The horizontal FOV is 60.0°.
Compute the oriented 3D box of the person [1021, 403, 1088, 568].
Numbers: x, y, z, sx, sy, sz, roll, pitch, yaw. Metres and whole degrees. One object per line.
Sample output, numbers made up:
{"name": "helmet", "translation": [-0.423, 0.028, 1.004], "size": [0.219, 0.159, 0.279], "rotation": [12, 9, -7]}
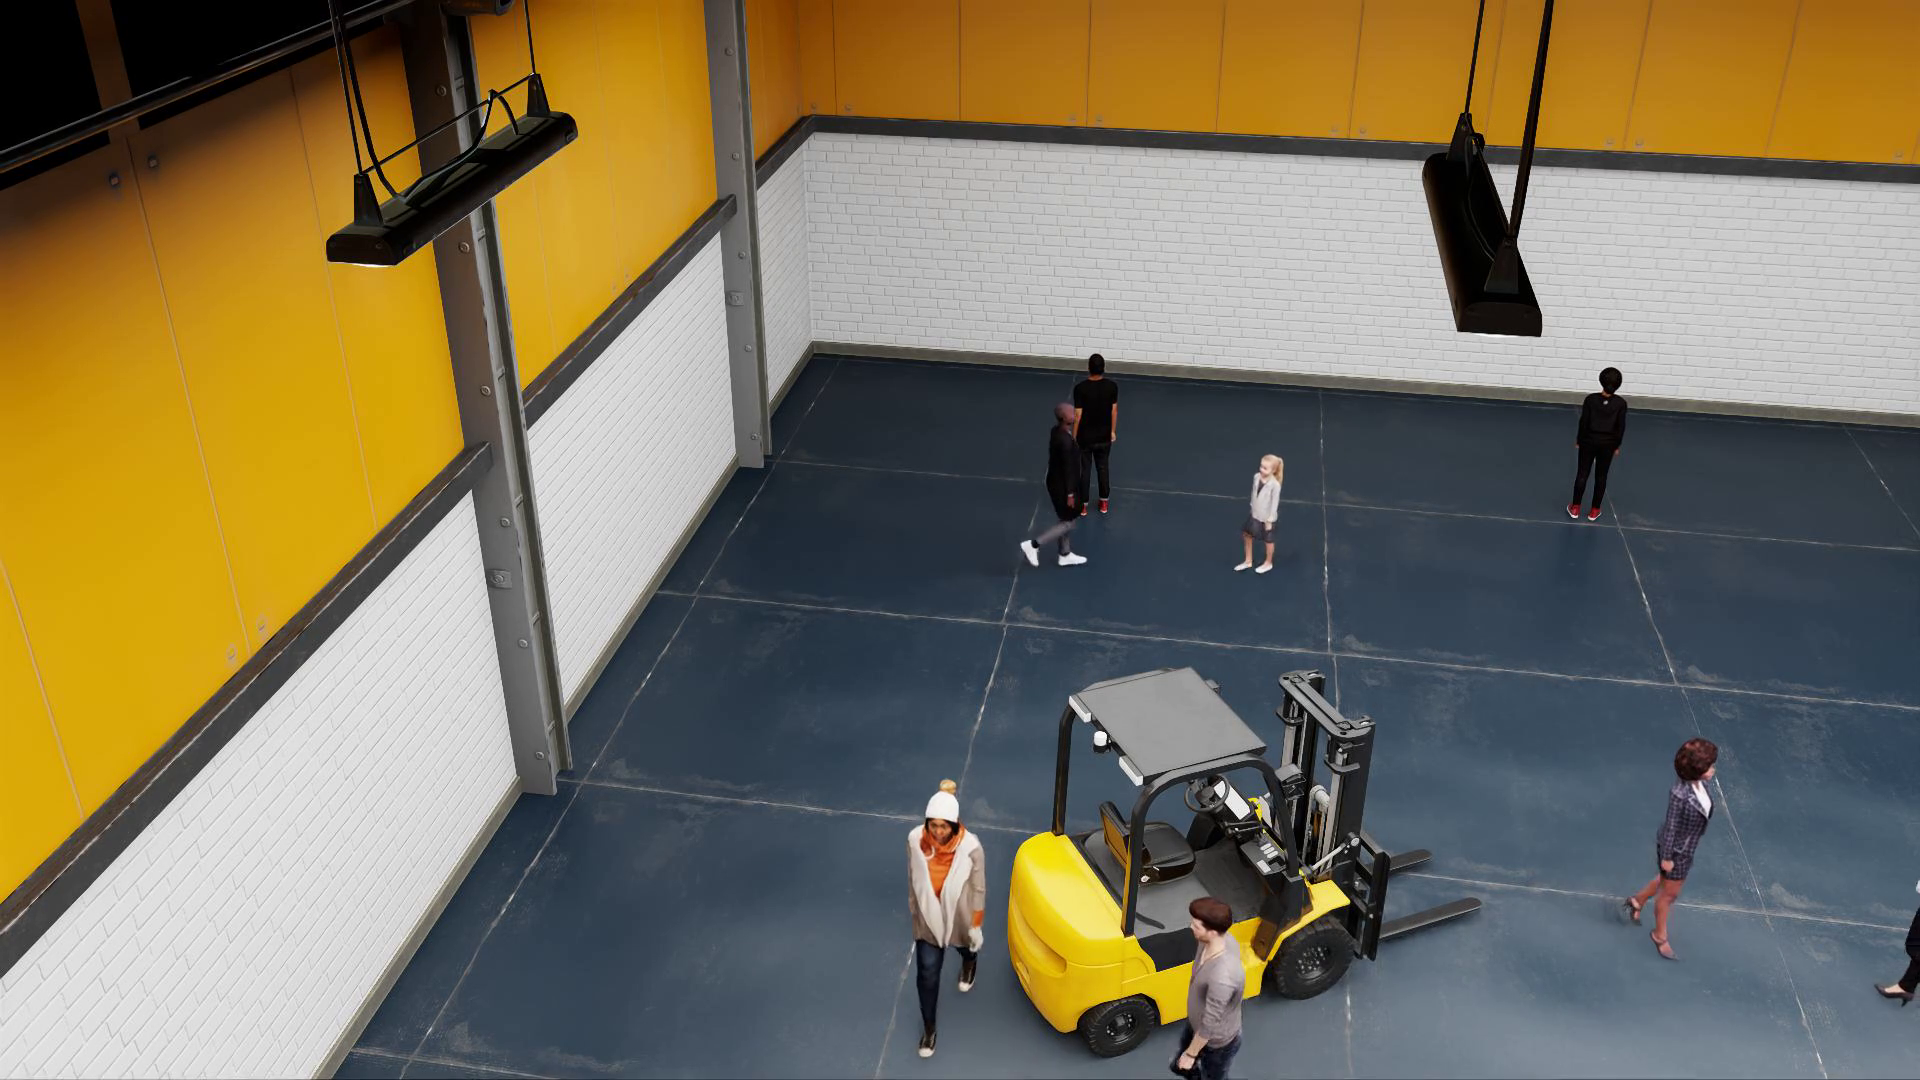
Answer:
{"name": "person", "translation": [0.913, -0.496, 16.039], "size": [0.873, 1.749, 0.938], "rotation": [-4, 29, -6]}

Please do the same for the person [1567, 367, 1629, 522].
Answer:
{"name": "person", "translation": [6.535, -0.992, 17.025], "size": [0.631, 1.675, 0.586], "rotation": [9, 30, 17]}

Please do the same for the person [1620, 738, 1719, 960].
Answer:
{"name": "person", "translation": [4.871, 2.071, 11.387], "size": [0.862, 1.698, 0.807], "rotation": [25, 37, 38]}

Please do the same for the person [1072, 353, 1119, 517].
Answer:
{"name": "person", "translation": [1.374, -1.092, 17.124], "size": [0.711, 1.758, 0.692], "rotation": [-7, 29, -12]}

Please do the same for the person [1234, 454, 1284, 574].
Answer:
{"name": "person", "translation": [2.991, -0.267, 16.126], "size": [0.747, 1.264, 0.687], "rotation": [-18, 33, -30]}

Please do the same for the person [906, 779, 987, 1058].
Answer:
{"name": "person", "translation": [-0.043, 2.326, 10.762], "size": [0.693, 1.848, 1.171], "rotation": [4, 29, 8]}

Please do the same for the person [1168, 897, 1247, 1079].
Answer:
{"name": "person", "translation": [1.567, 2.869, 9.726], "size": [0.815, 1.888, 0.694], "rotation": [-2, 29, -4]}
